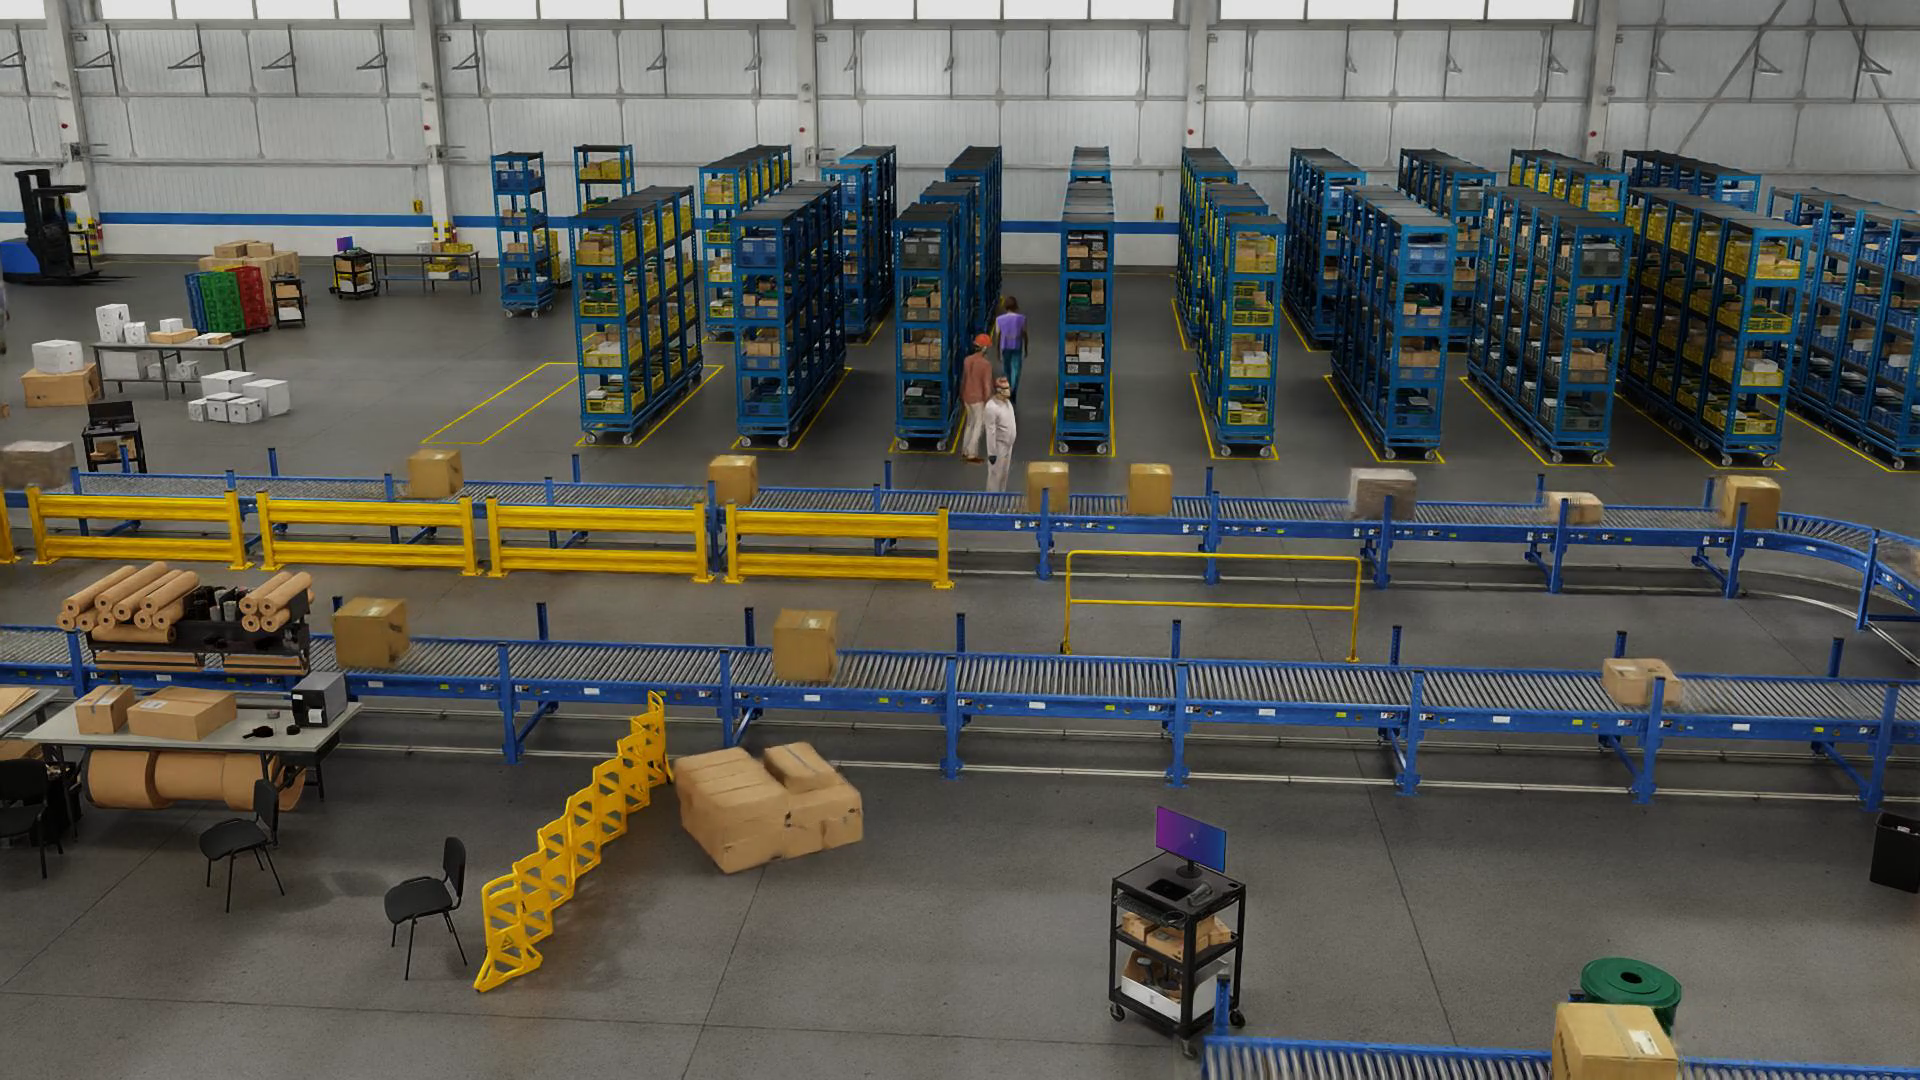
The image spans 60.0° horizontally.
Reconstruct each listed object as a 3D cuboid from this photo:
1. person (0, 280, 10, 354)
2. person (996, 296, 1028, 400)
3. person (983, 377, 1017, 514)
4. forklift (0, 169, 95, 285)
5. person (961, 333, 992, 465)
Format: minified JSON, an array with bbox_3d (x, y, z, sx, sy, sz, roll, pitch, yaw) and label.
[{"bbox_3d":[-19.155,-4.541,32.874,0.623,1.900,0.984,-9,19,-26],"label":"person"},{"bbox_3d":[0.902,-3.361,29.224,0.574,1.831,0.668,3,18,9],"label":"person"},{"bbox_3d":[0.556,-1.244,22.377,0.410,1.913,0.651,7,19,22],"label":"person"},{"bbox_3d":[-23.182,-7.908,41.937,1.873,2.768,1.129,1,18,4],"label":"forklift"},{"bbox_3d":[0.267,-2.142,25.132,0.474,1.976,0.624,-12,21,-34],"label":"person"}]
